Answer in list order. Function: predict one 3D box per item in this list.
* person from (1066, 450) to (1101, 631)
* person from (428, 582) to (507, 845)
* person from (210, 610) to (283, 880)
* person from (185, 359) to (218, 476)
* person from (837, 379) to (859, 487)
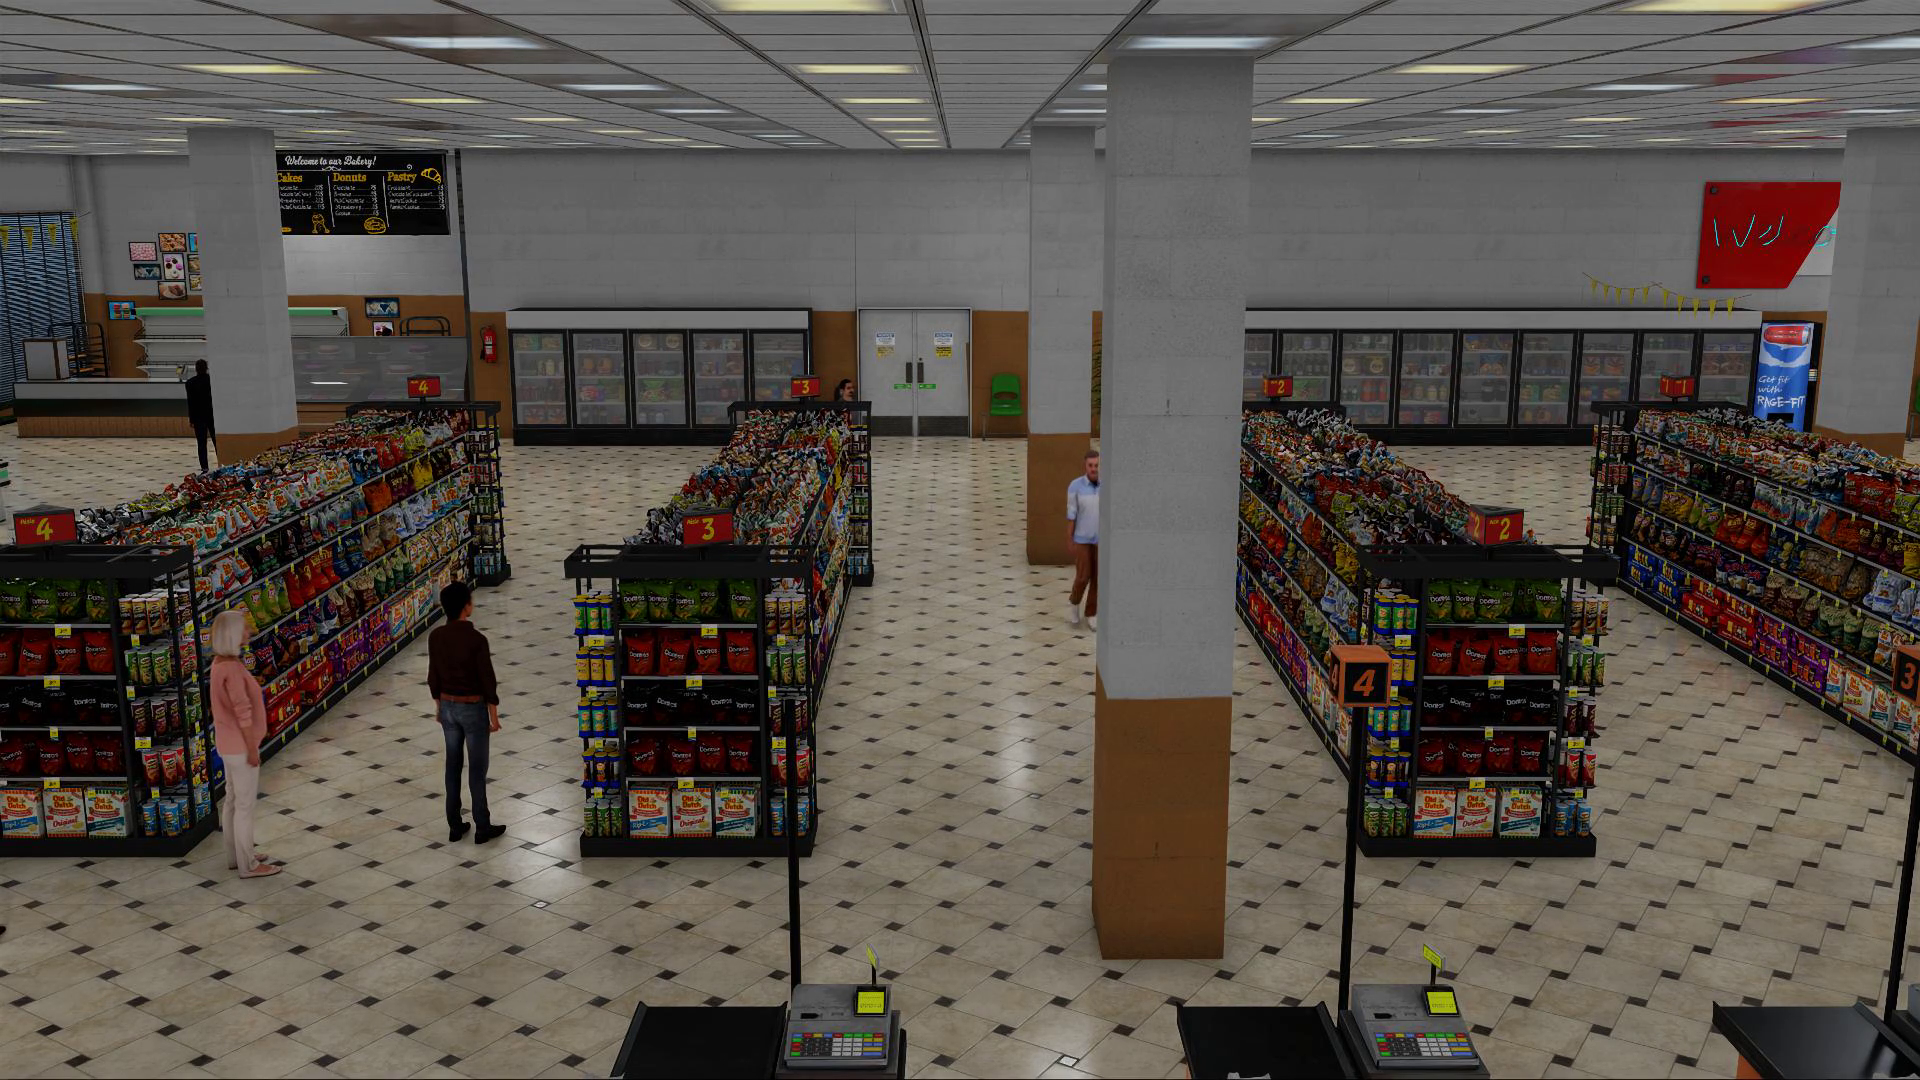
[{"bbox_3d":[1.298,-0.013,16.572,0.755,1.808,0.778,-2,12,-10],"label":"person"},{"bbox_3d":[-3.316,1.150,11.109,0.701,1.782,0.631,4,12,16],"label":"person"},{"bbox_3d":[-4.606,1.287,10.597,0.740,1.724,0.647,-8,15,-35],"label":"person"},{"bbox_3d":[-11.411,-1.835,25.195,0.784,1.818,0.832,-11,16,-41],"label":"person"},{"bbox_3d":[-1.577,-1.364,23.116,0.763,1.755,0.672,8,15,35],"label":"person"}]
